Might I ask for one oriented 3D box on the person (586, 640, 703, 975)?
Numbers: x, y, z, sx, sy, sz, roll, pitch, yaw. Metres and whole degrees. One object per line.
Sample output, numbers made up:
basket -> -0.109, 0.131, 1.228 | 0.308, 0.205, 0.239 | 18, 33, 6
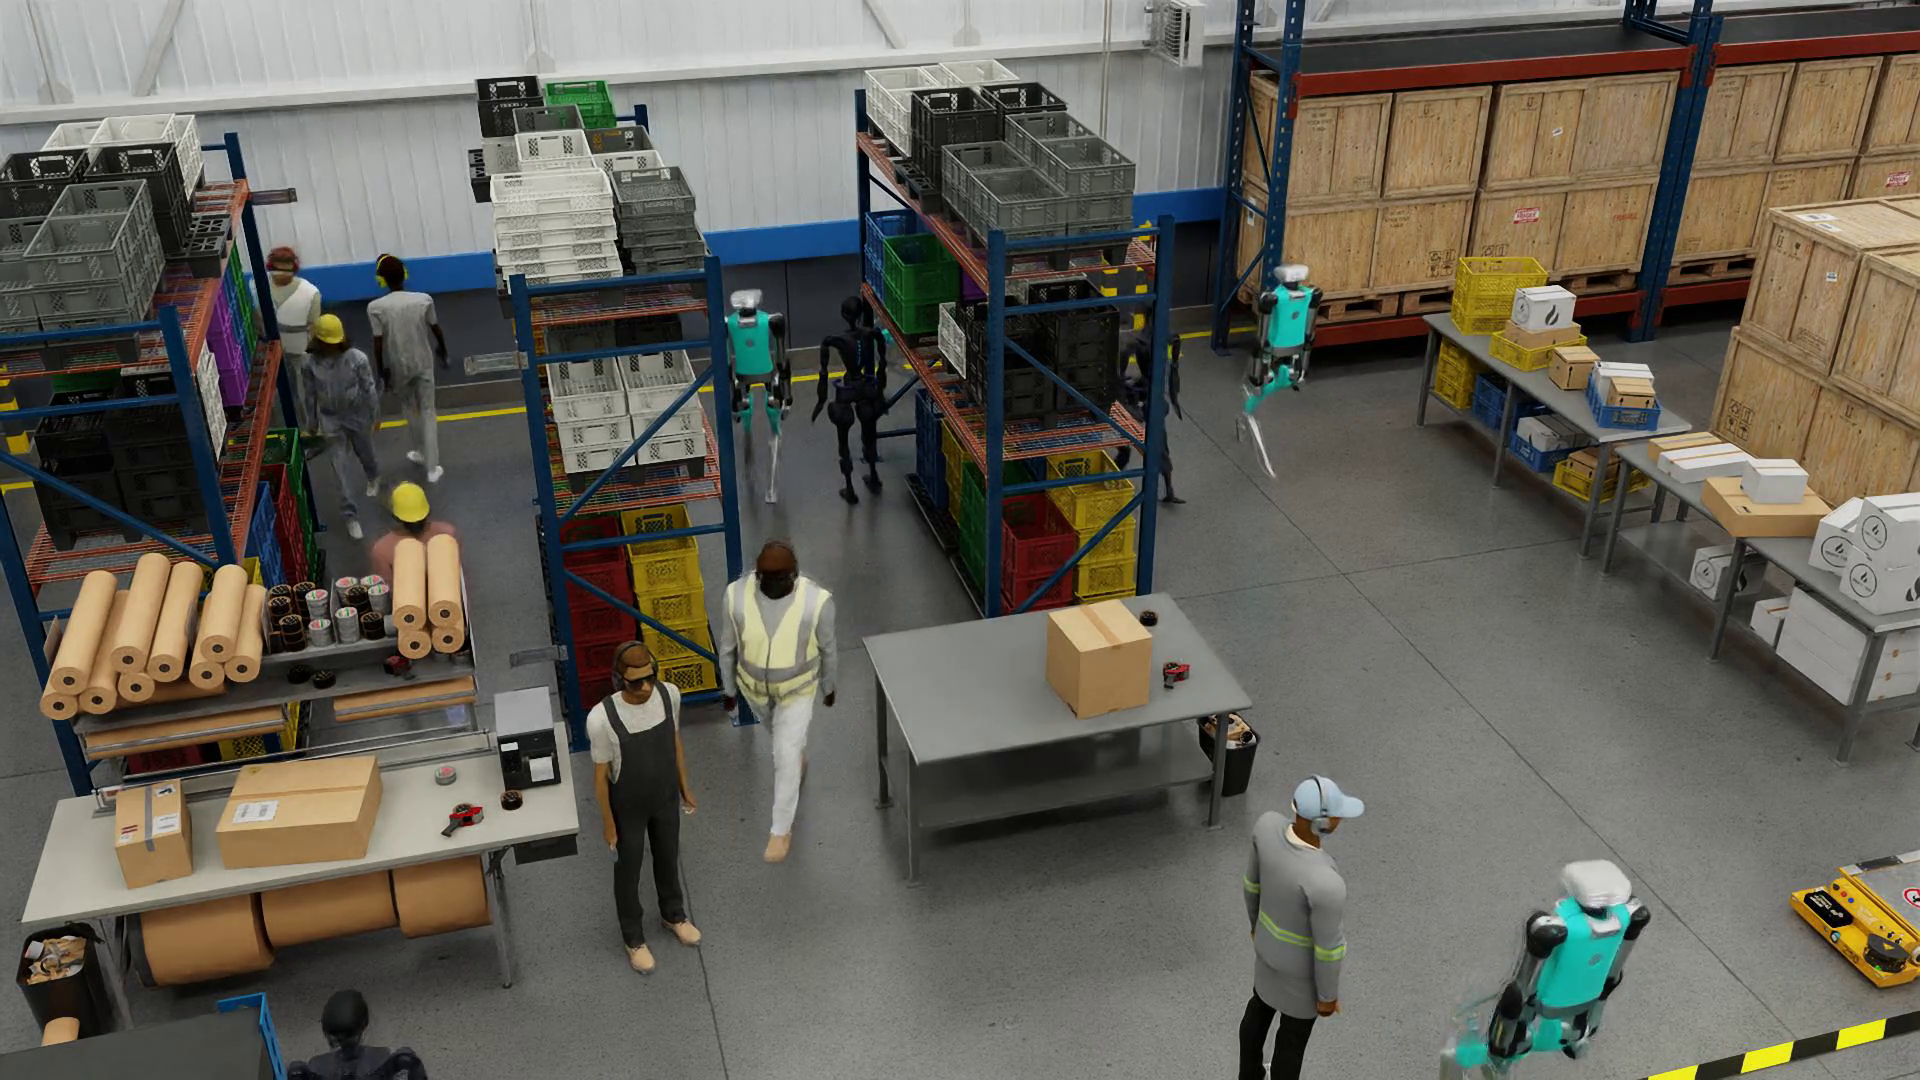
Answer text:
person -> -1.540, 1.290, 8.177 | 0.507, 1.846, 0.344 | -23, 36, -35

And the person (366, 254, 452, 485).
person -> -4.256, -1.354, 12.994 | 0.564, 1.840, 0.617 | -9, 30, -15

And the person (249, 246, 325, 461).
person -> -5.311, -1.483, 13.262 | 0.617, 1.820, 0.453 | 4, 29, 7

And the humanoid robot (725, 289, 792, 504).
humanoid robot -> -1.544, -1.097, 12.718 | 0.554, 1.878, 0.685 | -2, 29, -3

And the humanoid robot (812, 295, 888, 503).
humanoid robot -> -0.839, -1.084, 12.666 | 0.600, 1.655, 0.383 | -13, 31, -22

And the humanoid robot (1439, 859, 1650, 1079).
humanoid robot -> 2.385, 1.988, 7.096 | 0.576, 1.833, 0.738 | -10, 30, -17

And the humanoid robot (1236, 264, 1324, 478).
humanoid robot -> 2.399, -1.434, 13.284 | 0.552, 1.798, 0.893 | -11, 31, -19

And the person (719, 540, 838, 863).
person -> -0.985, 0.767, 9.180 | 0.628, 1.796, 0.958 | 5, 29, 10

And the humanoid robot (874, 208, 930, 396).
humanoid robot -> -0.629, -1.932, 14.206 | 1.018, 1.775, 0.531 | -13, 31, -23

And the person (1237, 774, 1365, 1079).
person -> 1.476, 1.790, 7.261 | 0.385, 1.850, 0.598 | -13, 31, -22

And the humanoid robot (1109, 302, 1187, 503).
humanoid robot -> 1.432, -1.034, 12.616 | 0.616, 1.620, 0.760 | -15, 32, -25

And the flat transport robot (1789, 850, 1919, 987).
flat transport robot -> 5.163, 1.916, 8.676 | 1.431, 0.231, 0.659 | -8, 30, -14

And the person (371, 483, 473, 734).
person -> -3.190, 0.406, 9.894 | 0.526, 1.748, 0.576 | -19, 34, -31

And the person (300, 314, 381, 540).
person -> -4.587, -0.941, 12.388 | 0.517, 1.695, 0.845 | -9, 30, -16

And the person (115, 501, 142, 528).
person -> -6.136, -1.017, 12.168 | 0.608, 2.048, 0.363 | 5, 29, 8

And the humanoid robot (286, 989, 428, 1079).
humanoid robot -> -2.262, 2.412, 6.314 | 0.591, 1.635, 0.374 | -7, 30, -13
